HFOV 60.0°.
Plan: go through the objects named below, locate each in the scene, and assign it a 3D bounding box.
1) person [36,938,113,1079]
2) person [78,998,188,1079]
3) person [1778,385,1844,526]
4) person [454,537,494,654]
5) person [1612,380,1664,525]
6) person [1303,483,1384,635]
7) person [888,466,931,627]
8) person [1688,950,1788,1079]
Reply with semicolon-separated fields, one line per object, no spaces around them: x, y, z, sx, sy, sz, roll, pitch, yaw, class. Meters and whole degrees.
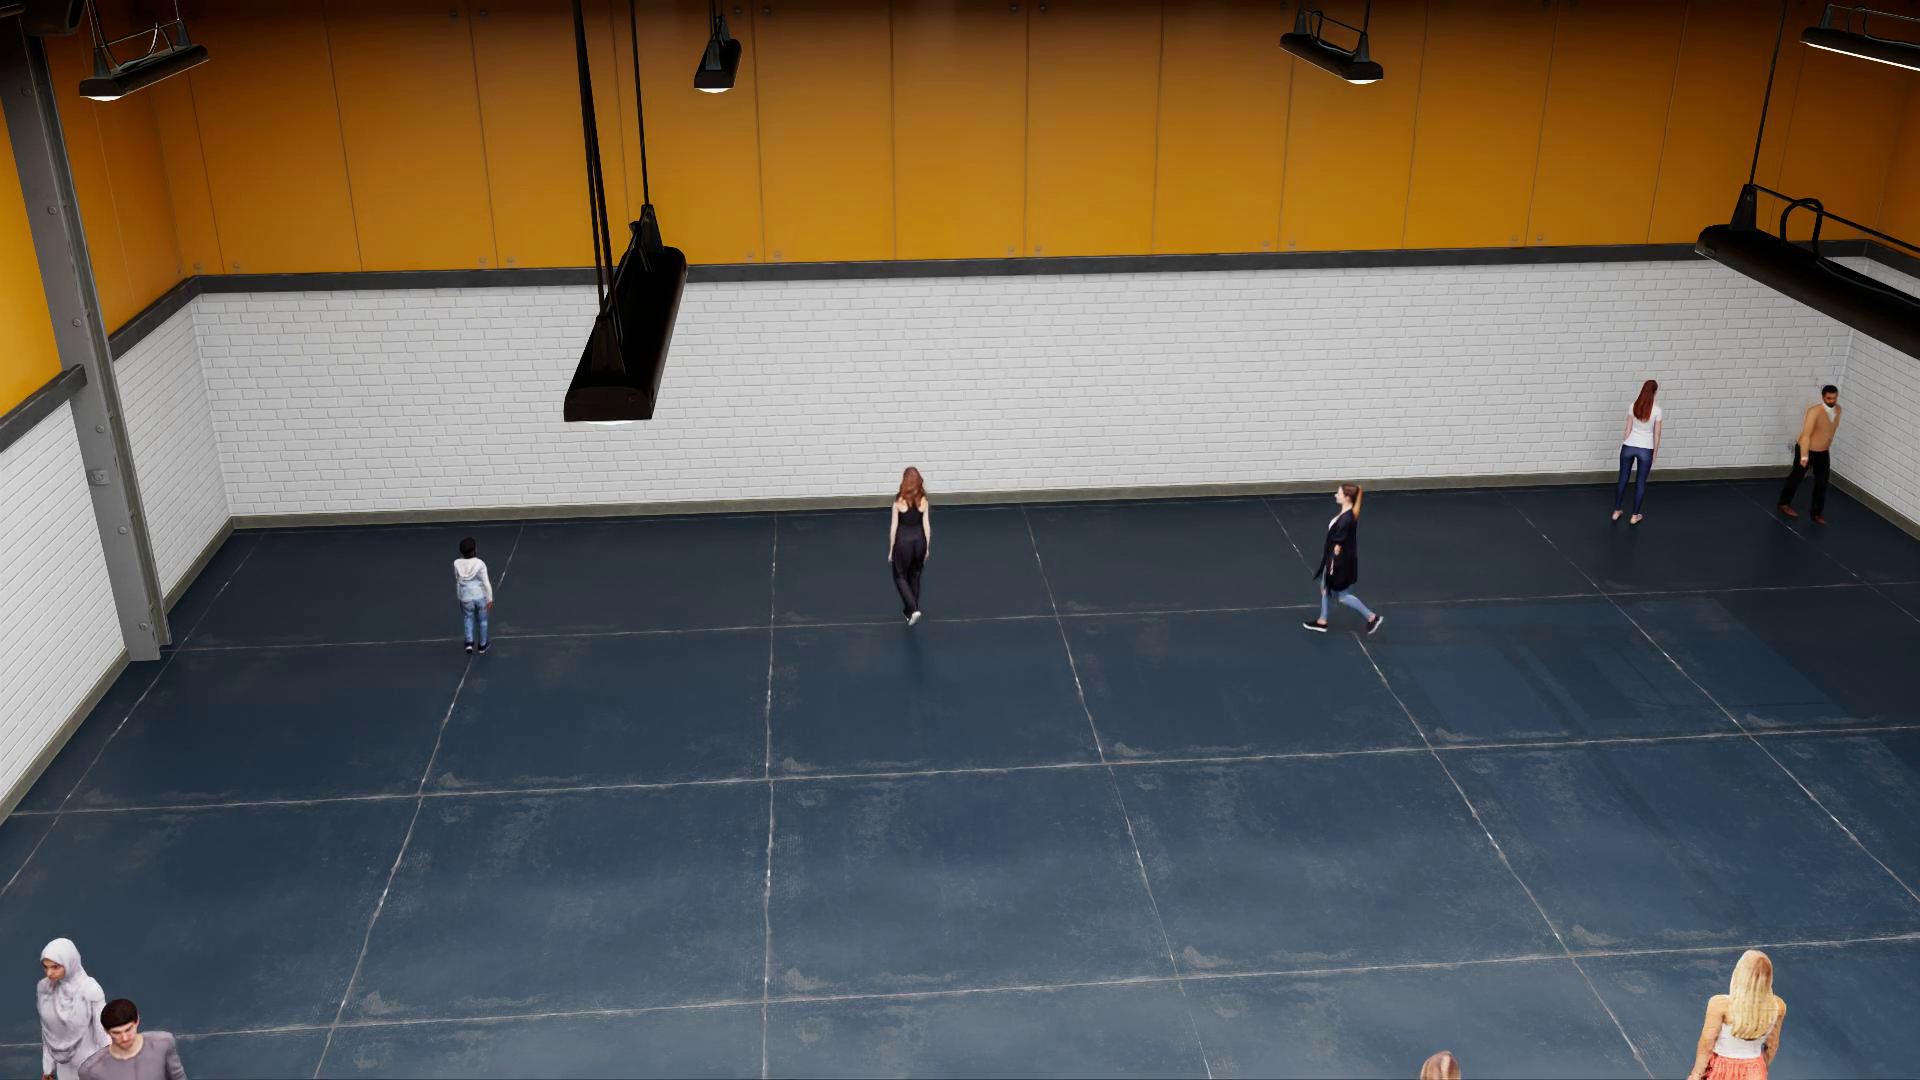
-5.233;3.133;10.036;0.809;1.768;0.921;8;25;17;person
-4.643;3.343;9.471;0.958;1.837;1.062;-18;29;-35;person
10.066;-1.063;19.702;0.739;1.715;0.989;-8;25;-17;person
-4.855;0.580;16.520;0.506;1.252;0.606;-1;24;-2;person
8.003;-1.049;19.644;0.640;1.737;0.679;14;27;29;person
3.934;0.235;16.799;0.957;1.662;1.061;8;25;18;person
-0.490;0.109;16.992;0.722;1.739;0.893;-8;25;-18;person
4.563;3.263;9.756;0.821;1.754;1.305;3;24;6;person
